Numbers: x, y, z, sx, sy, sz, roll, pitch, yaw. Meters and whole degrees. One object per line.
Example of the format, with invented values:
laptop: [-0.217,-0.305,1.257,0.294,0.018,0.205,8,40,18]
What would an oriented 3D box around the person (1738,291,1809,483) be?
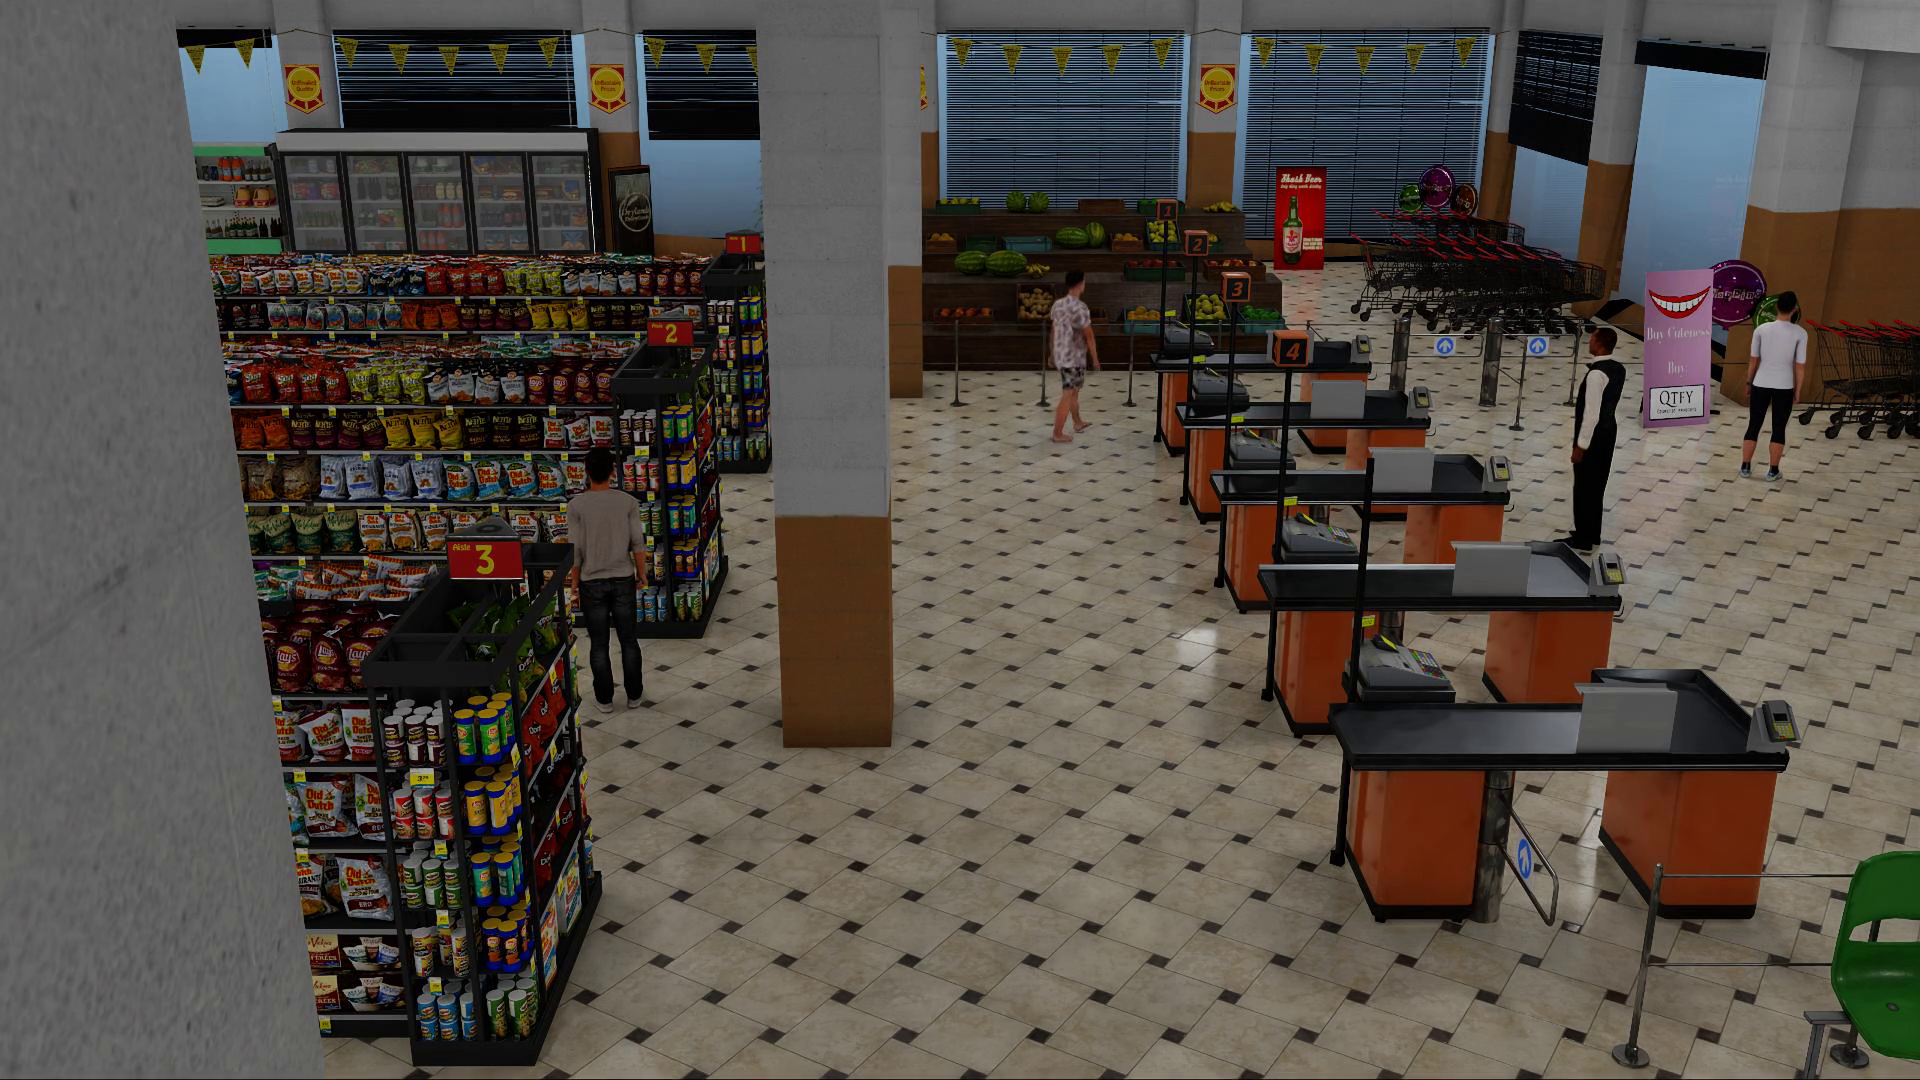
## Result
person: [7.921,-1.499,16.199,0.685,1.848,0.791,13,22,33]

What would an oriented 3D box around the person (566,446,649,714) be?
person: [-2.336,0.264,11.031,0.588,1.809,0.781,-6,19,-17]

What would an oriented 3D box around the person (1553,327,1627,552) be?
person: [5.428,-0.870,14.222,0.822,1.919,0.774,16,25,40]

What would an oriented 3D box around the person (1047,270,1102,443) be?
person: [1.096,-1.911,17.509,1.081,1.792,0.974,-11,22,-30]
